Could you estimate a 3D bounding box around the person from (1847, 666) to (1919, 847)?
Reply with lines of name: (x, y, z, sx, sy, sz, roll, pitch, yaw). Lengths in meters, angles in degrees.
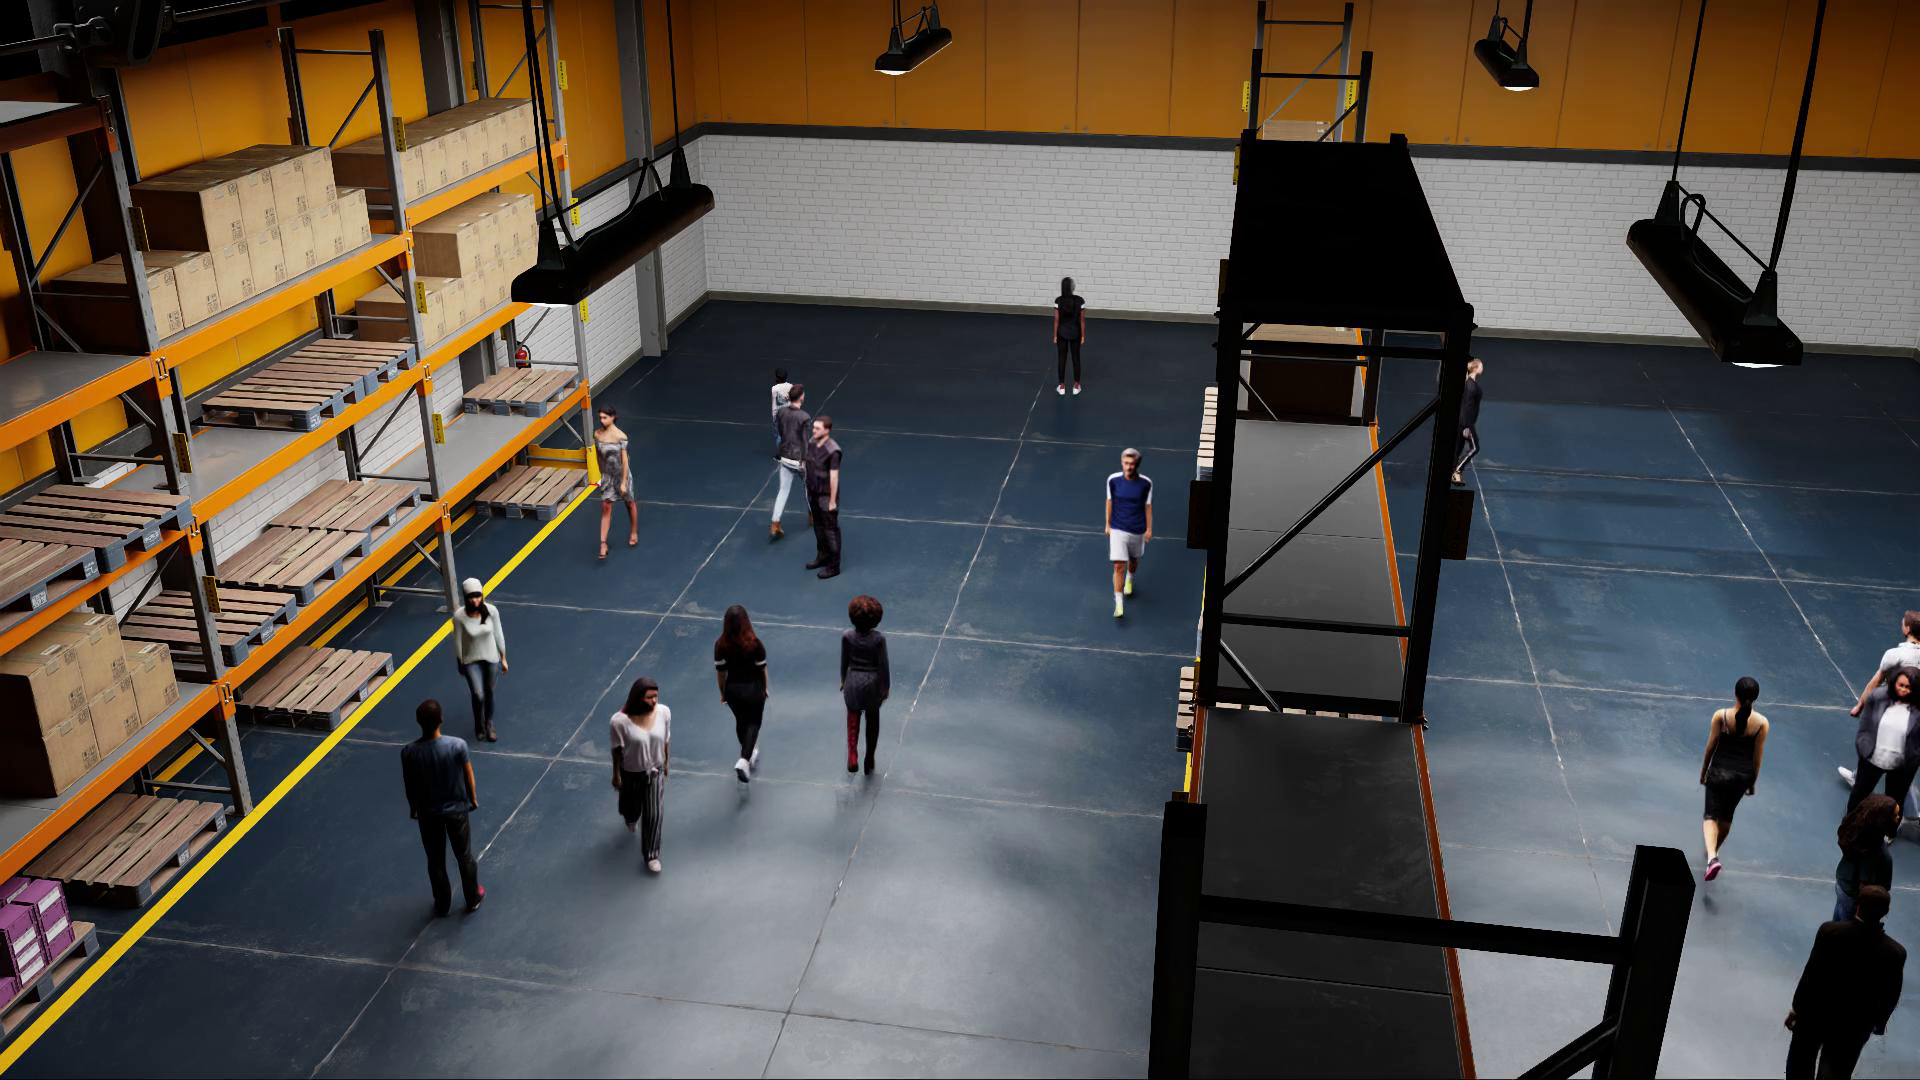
person: (7.617, 1.744, 13.589, 0.775, 1.596, 0.792, 17, 29, 34)

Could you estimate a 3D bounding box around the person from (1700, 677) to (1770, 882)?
person: (6.051, 1.915, 13.061, 0.669, 1.705, 1.011, 8, 25, 18)

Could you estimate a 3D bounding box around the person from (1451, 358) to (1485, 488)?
person: (6.227, -1.449, 20.769, 0.740, 1.696, 0.557, 0, 24, -1)

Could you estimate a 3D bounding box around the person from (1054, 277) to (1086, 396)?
person: (1.591, -2.984, 24.236, 0.637, 1.731, 0.592, 0, 24, 1)

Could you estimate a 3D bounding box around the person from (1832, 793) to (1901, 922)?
person: (6.361, 2.508, 11.817, 0.664, 1.615, 0.533, 5, 24, 12)

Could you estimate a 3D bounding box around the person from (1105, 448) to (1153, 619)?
person: (1.792, -0.138, 17.649, 0.683, 1.792, 1.196, 3, 24, 7)

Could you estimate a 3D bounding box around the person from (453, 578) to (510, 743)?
person: (-4.367, 1.056, 15.112, 0.701, 1.635, 0.753, -12, 27, -26)

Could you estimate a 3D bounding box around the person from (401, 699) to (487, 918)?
person: (-3.939, 2.034, 12.660, 0.730, 1.809, 0.700, -6, 24, -14)

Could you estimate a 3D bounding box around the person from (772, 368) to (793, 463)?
person: (-2.320, -1.648, 21.770, 0.552, 1.258, 0.617, -18, 29, -35)

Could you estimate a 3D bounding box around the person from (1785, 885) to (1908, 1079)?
person: (5.434, 3.018, 10.314, 0.842, 1.885, 0.856, 14, 27, 28)

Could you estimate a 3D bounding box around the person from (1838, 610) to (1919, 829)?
person: (7.859, 1.522, 13.833, 1.002, 1.807, 1.350, -5, 24, -11)

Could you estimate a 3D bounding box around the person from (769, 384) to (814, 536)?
person: (-1.987, -0.902, 19.379, 0.845, 1.807, 1.219, 10, 26, 22)

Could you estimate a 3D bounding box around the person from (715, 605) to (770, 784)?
person: (-1.881, 1.356, 14.444, 0.650, 1.621, 0.986, 1, 24, 3)

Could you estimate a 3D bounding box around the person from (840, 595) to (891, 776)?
person: (-0.852, 1.318, 14.434, 0.607, 1.699, 0.733, 3, 24, 7)

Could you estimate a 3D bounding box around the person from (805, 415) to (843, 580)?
person: (-1.502, -0.521, 18.453, 0.857, 1.849, 0.800, -16, 28, -33)

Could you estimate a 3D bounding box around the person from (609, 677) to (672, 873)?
person: (-2.587, 1.819, 13.348, 1.019, 1.651, 1.121, -11, 26, -24)

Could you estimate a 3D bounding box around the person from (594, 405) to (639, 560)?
person: (-3.856, -0.704, 18.957, 0.624, 1.782, 1.051, 5, 24, 11)
